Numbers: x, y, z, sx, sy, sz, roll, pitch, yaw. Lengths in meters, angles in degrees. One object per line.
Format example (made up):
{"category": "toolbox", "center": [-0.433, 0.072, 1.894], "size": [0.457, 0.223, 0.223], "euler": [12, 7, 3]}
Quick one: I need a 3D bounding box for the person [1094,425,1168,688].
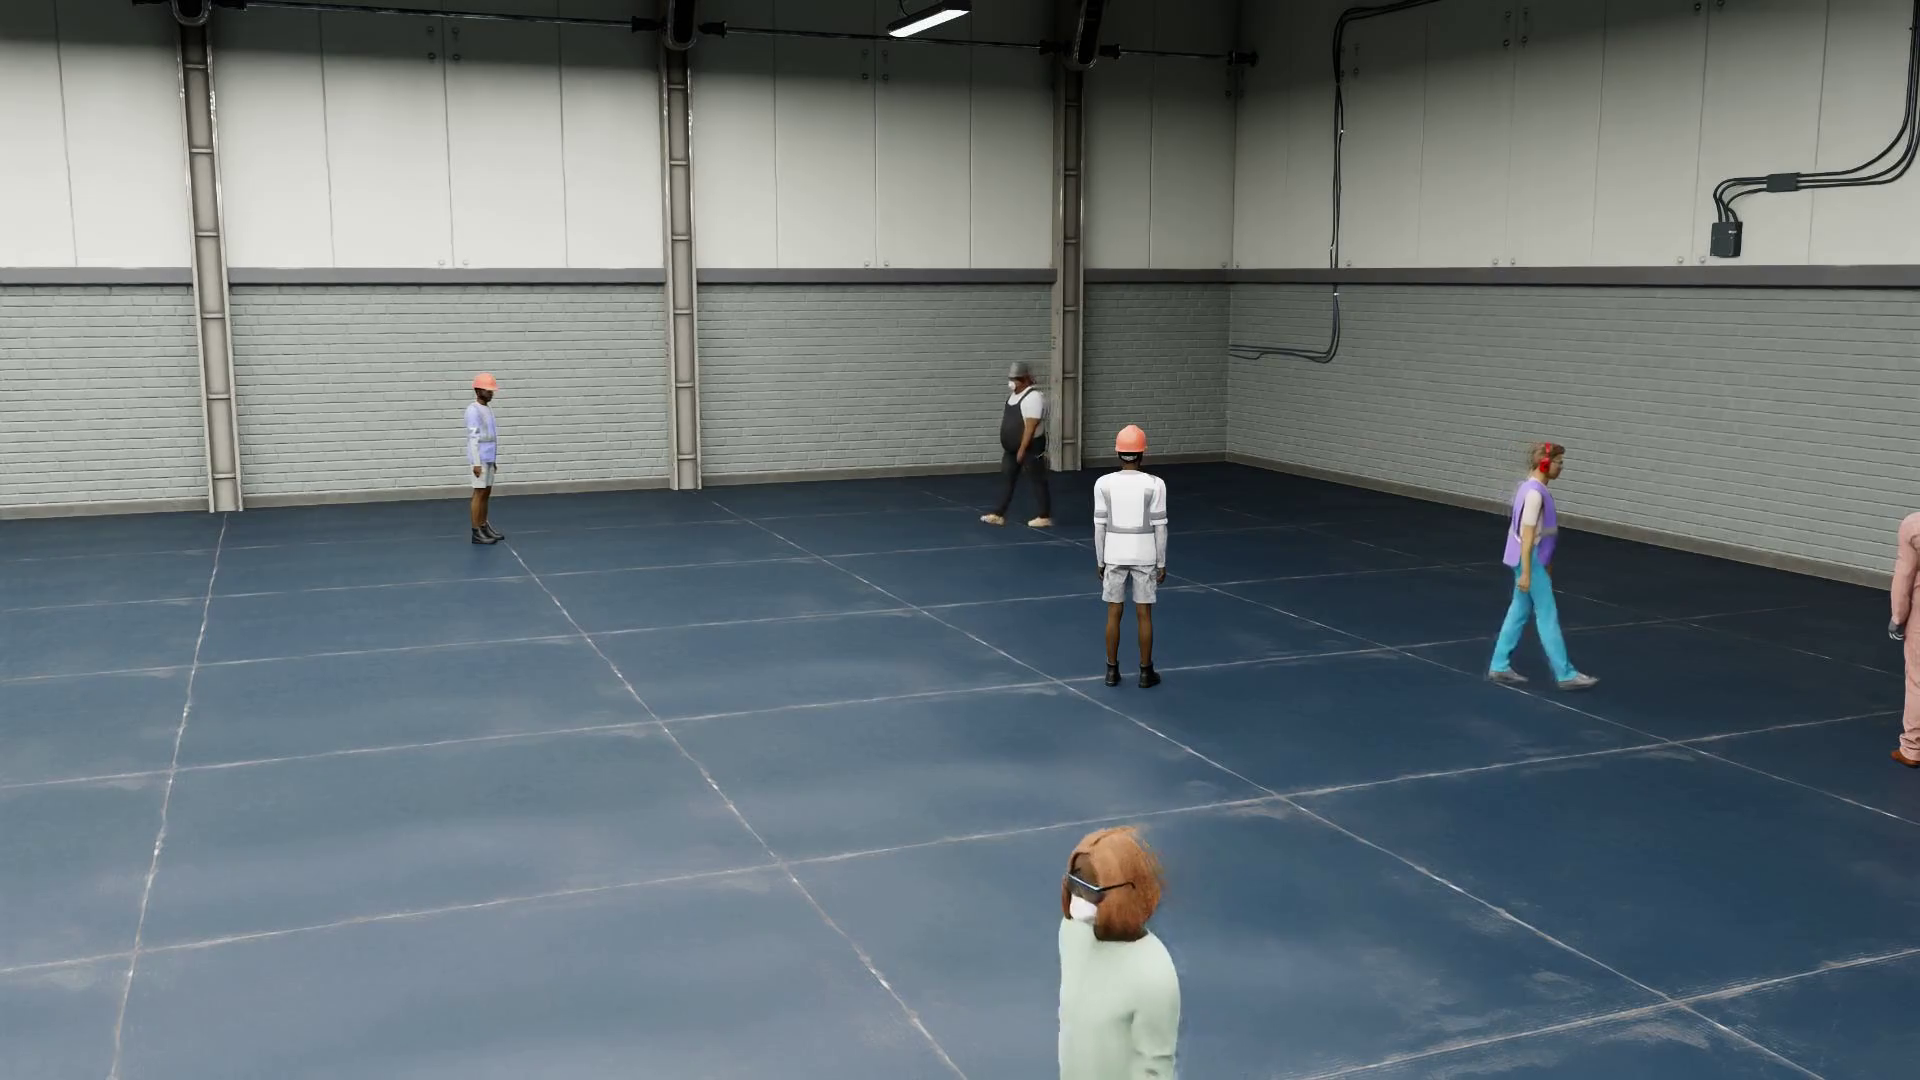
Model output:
{"category": "person", "center": [1.257, 0.126, 12.234], "size": [0.545, 1.943, 0.347], "euler": [3, 9, 16]}

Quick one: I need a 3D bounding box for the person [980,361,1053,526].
{"category": "person", "center": [0.693, -1.158, 19.987], "size": [0.947, 2.000, 0.700], "euler": [-5, 10, -29]}

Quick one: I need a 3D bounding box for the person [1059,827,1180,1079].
{"category": "person", "center": [0.436, 1.534, 4.402], "size": [0.477, 1.619, 0.504], "euler": [-6, 11, -31]}

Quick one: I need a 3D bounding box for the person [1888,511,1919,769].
{"category": "person", "center": [6.050, 0.467, 10.197], "size": [0.652, 1.909, 0.409], "euler": [3, 9, 17]}

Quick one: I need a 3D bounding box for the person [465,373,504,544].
{"category": "person", "center": [-5.375, -0.923, 18.844], "size": [0.374, 1.934, 0.548], "euler": [1, 9, 5]}

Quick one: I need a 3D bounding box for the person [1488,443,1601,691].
{"category": "person", "center": [4.305, 0.193, 12.212], "size": [0.797, 1.806, 0.590], "euler": [3, 9, 18]}
